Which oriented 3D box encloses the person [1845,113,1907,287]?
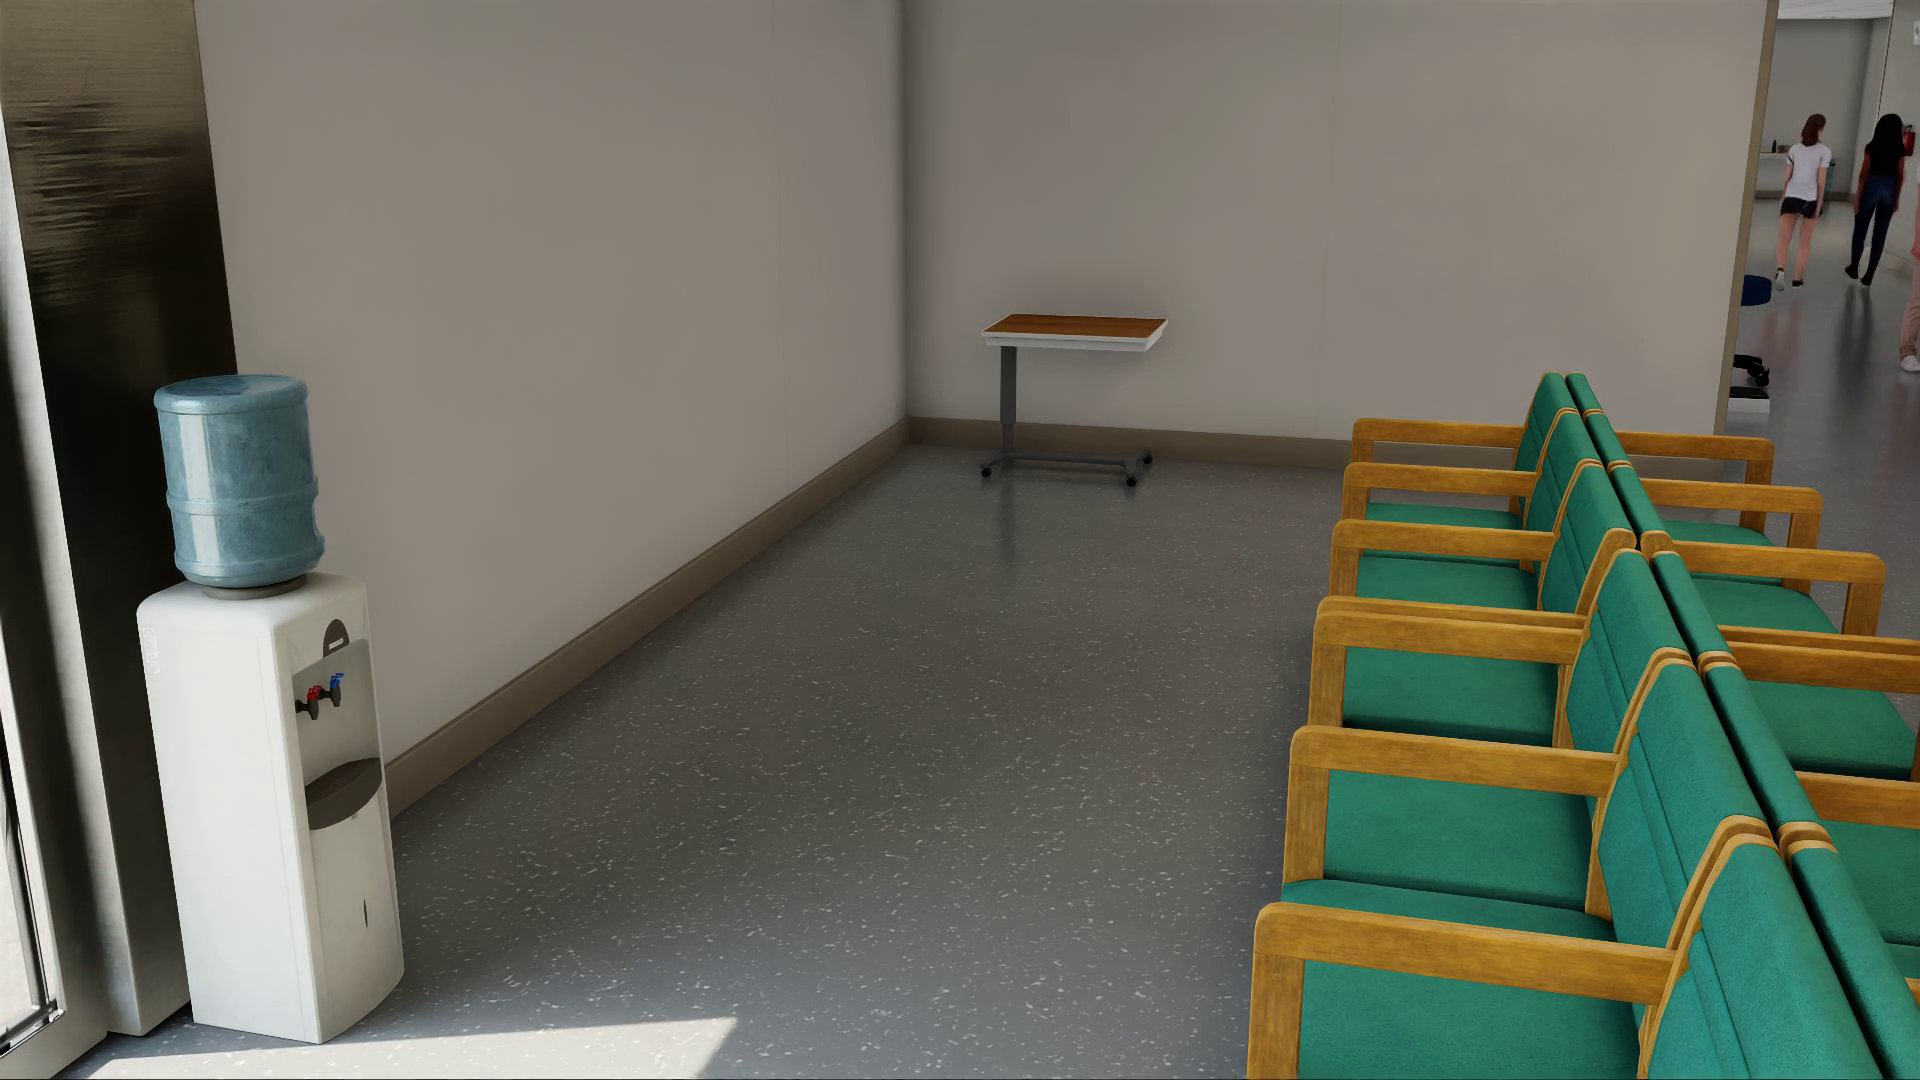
[{"bbox_3d":[9.366,-3.439,16.938,0.945,1.709,0.693,5,17,18],"label":"person"}]

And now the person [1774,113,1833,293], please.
[{"bbox_3d":[8.196,-3.249,16.257,1.124,1.713,0.838,9,18,30],"label":"person"}]

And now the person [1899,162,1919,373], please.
[{"bbox_3d":[7.174,-2.182,12.150,0.685,1.888,0.824,-2,16,-8],"label":"person"}]
